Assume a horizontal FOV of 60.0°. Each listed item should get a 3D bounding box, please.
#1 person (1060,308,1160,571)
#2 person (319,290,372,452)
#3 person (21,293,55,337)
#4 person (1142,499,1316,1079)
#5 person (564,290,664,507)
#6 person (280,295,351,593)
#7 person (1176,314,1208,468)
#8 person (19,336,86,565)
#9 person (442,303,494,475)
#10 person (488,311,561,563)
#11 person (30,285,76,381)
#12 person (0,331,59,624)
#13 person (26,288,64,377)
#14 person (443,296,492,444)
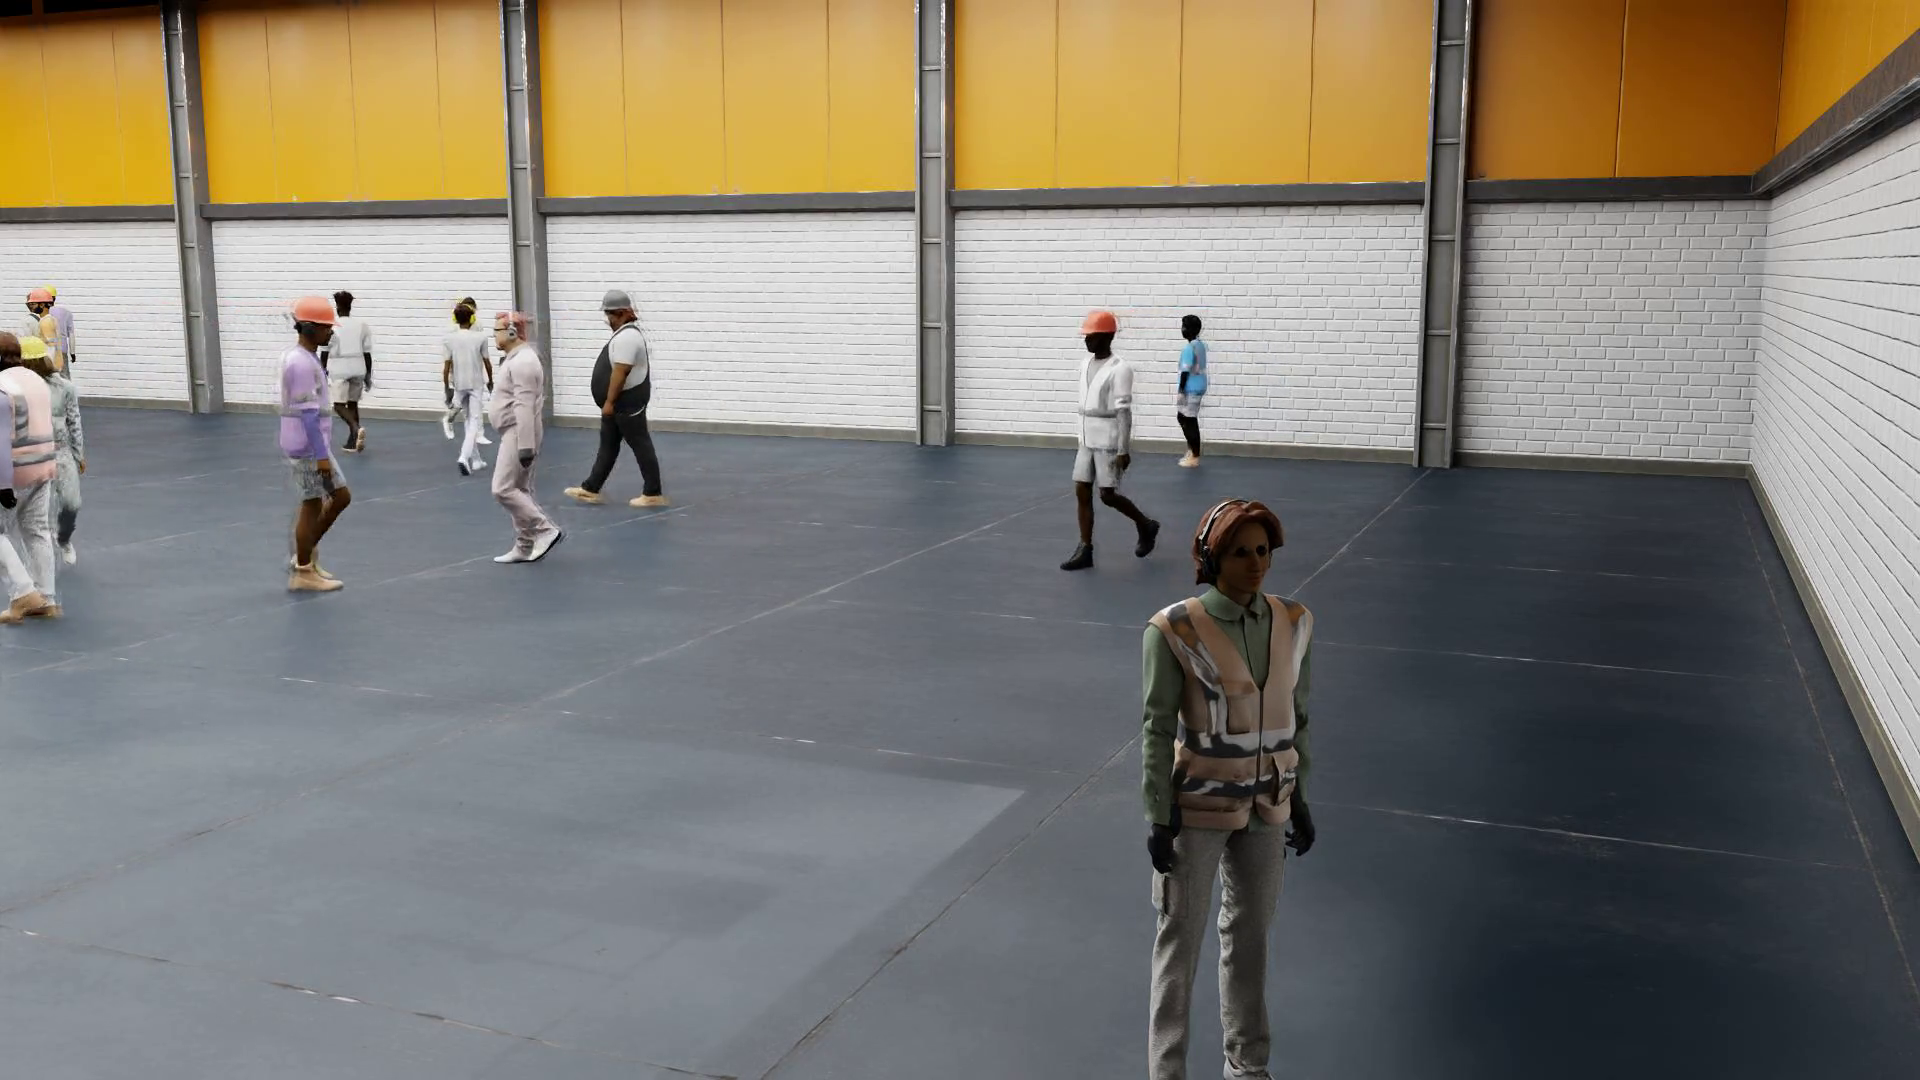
[{"bbox_3d":[1.097,-0.738,12.202,0.757,1.918,0.549,-6,11,-33],"label":"person"},{"bbox_3d":[-7.194,-1.972,19.603,0.609,1.939,0.804,-9,13,-43],"label":"person"},{"bbox_3d":[-12.907,-2.543,23.346,0.346,1.847,0.506,4,10,25],"label":"person"},{"bbox_3d":[0.686,0.706,4.278,0.515,1.641,0.309,-5,10,-26],"label":"person"},{"bbox_3d":[-3.195,-1.306,15.257,0.968,2.000,0.698,-2,10,-14],"label":"person"},{"bbox_3d":[-4.364,-0.634,11.246,0.455,2.020,0.636,-2,10,-13],"label":"person"},{"bbox_3d":[2.493,-1.627,18.253,0.434,1.682,0.552,4,10,23],"label":"person"},{"bbox_3d":[-6.517,-0.590,11.844,0.504,1.726,0.412,-6,11,-32],"label":"person"},{"bbox_3d":[-5.277,-1.622,17.828,0.514,1.836,0.933,1,9,4],"label":"person"},{"bbox_3d":[-3.292,-0.744,12.303,0.433,1.888,0.665,-3,10,-18],"label":"person"},{"bbox_3d":[-13.610,-2.852,24.964,0.595,1.925,0.373,-8,12,-40],"label":"person"},{"bbox_3d":[-5.879,-0.386,10.358,0.442,1.824,0.635,0,9,1],"label":"person"},{"bbox_3d":[-11.439,-2.177,20.845,0.361,1.938,0.545,-5,11,-27],"label":"person"},{"bbox_3d":[-6.193,-2.121,20.810,0.747,1.849,0.513,7,12,36],"label":"person"}]
